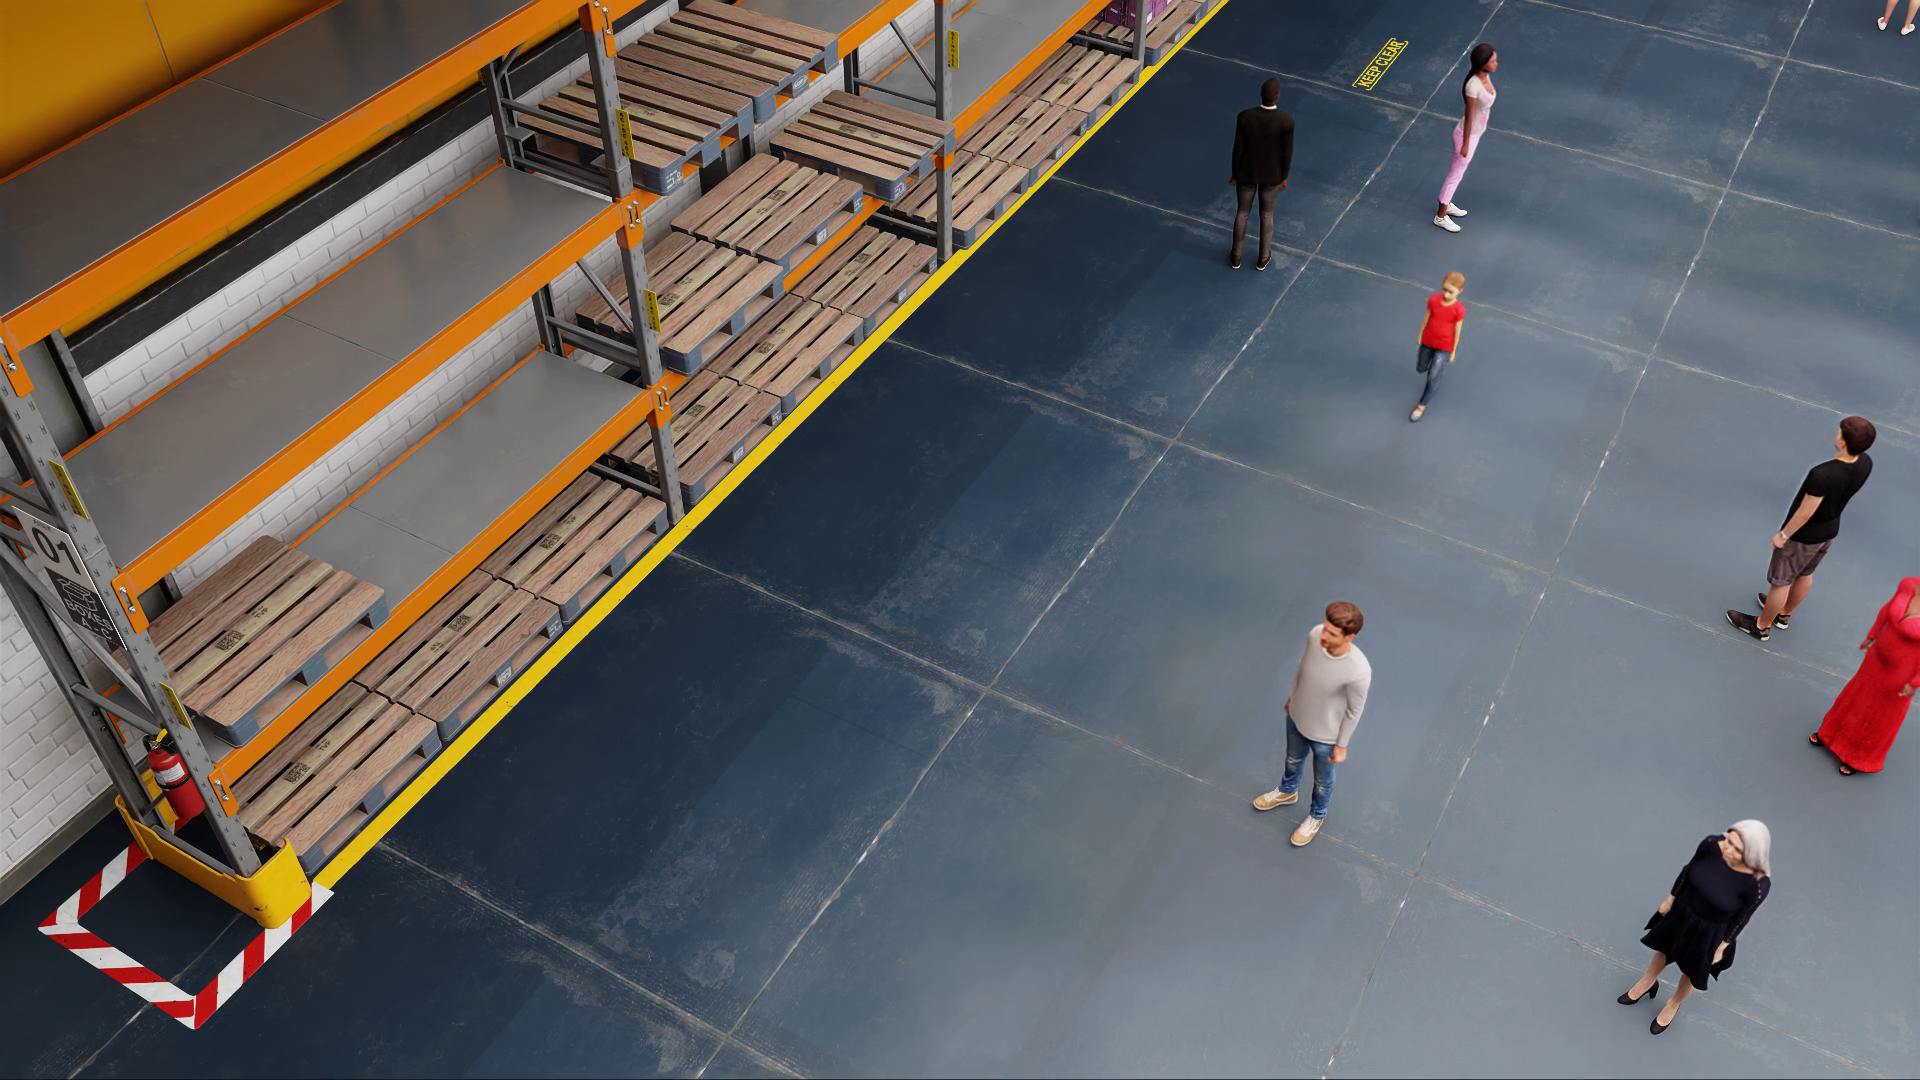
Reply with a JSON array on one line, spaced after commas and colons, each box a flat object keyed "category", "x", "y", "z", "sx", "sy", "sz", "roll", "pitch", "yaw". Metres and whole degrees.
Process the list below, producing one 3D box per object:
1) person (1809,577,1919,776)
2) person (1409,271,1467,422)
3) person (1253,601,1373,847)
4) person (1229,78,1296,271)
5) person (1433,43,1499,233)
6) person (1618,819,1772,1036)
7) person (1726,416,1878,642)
[{"category": "person", "x": 5.753, "y": 0.765, "z": 10.213, "sx": 0.795, "sy": 1.783, "sz": 0.740, "roll": -12, "pitch": 45, "yaw": -12}, {"category": "person", "x": 3.761, "y": -1.559, "z": 13.003, "sx": 0.552, "sy": 1.298, "sz": 0.788, "roll": 29, "pitch": 51, "yaw": 27}, {"category": "person", "x": 2.125, "y": 1.053, "z": 9.821, "sx": 0.740, "sy": 1.905, "sz": 0.750, "roll": -25, "pitch": 49, "yaw": -24}, {"category": "person", "x": 2.577, "y": -3.137, "z": 14.297, "sx": 0.721, "sy": 1.800, "sz": 0.676, "roll": 8, "pitch": 44, "yaw": 8}, {"category": "person", "x": 4.524, "y": -3.608, "z": 14.833, "sx": 0.660, "sy": 1.742, "sz": 0.471, "roll": 17, "pitch": 46, "yaw": 17}, {"category": "person", "x": 3.944, "y": 2.056, "z": 8.883, "sx": 0.710, "sy": 1.747, "sz": 0.690, "roll": -23, "pitch": 48, "yaw": -22}, {"category": "person", "x": 5.647, "y": -0.073, "z": 11.035, "sx": 0.711, "sy": 1.862, "sz": 0.824, "roll": -21, "pitch": 47, "yaw": -20}]
